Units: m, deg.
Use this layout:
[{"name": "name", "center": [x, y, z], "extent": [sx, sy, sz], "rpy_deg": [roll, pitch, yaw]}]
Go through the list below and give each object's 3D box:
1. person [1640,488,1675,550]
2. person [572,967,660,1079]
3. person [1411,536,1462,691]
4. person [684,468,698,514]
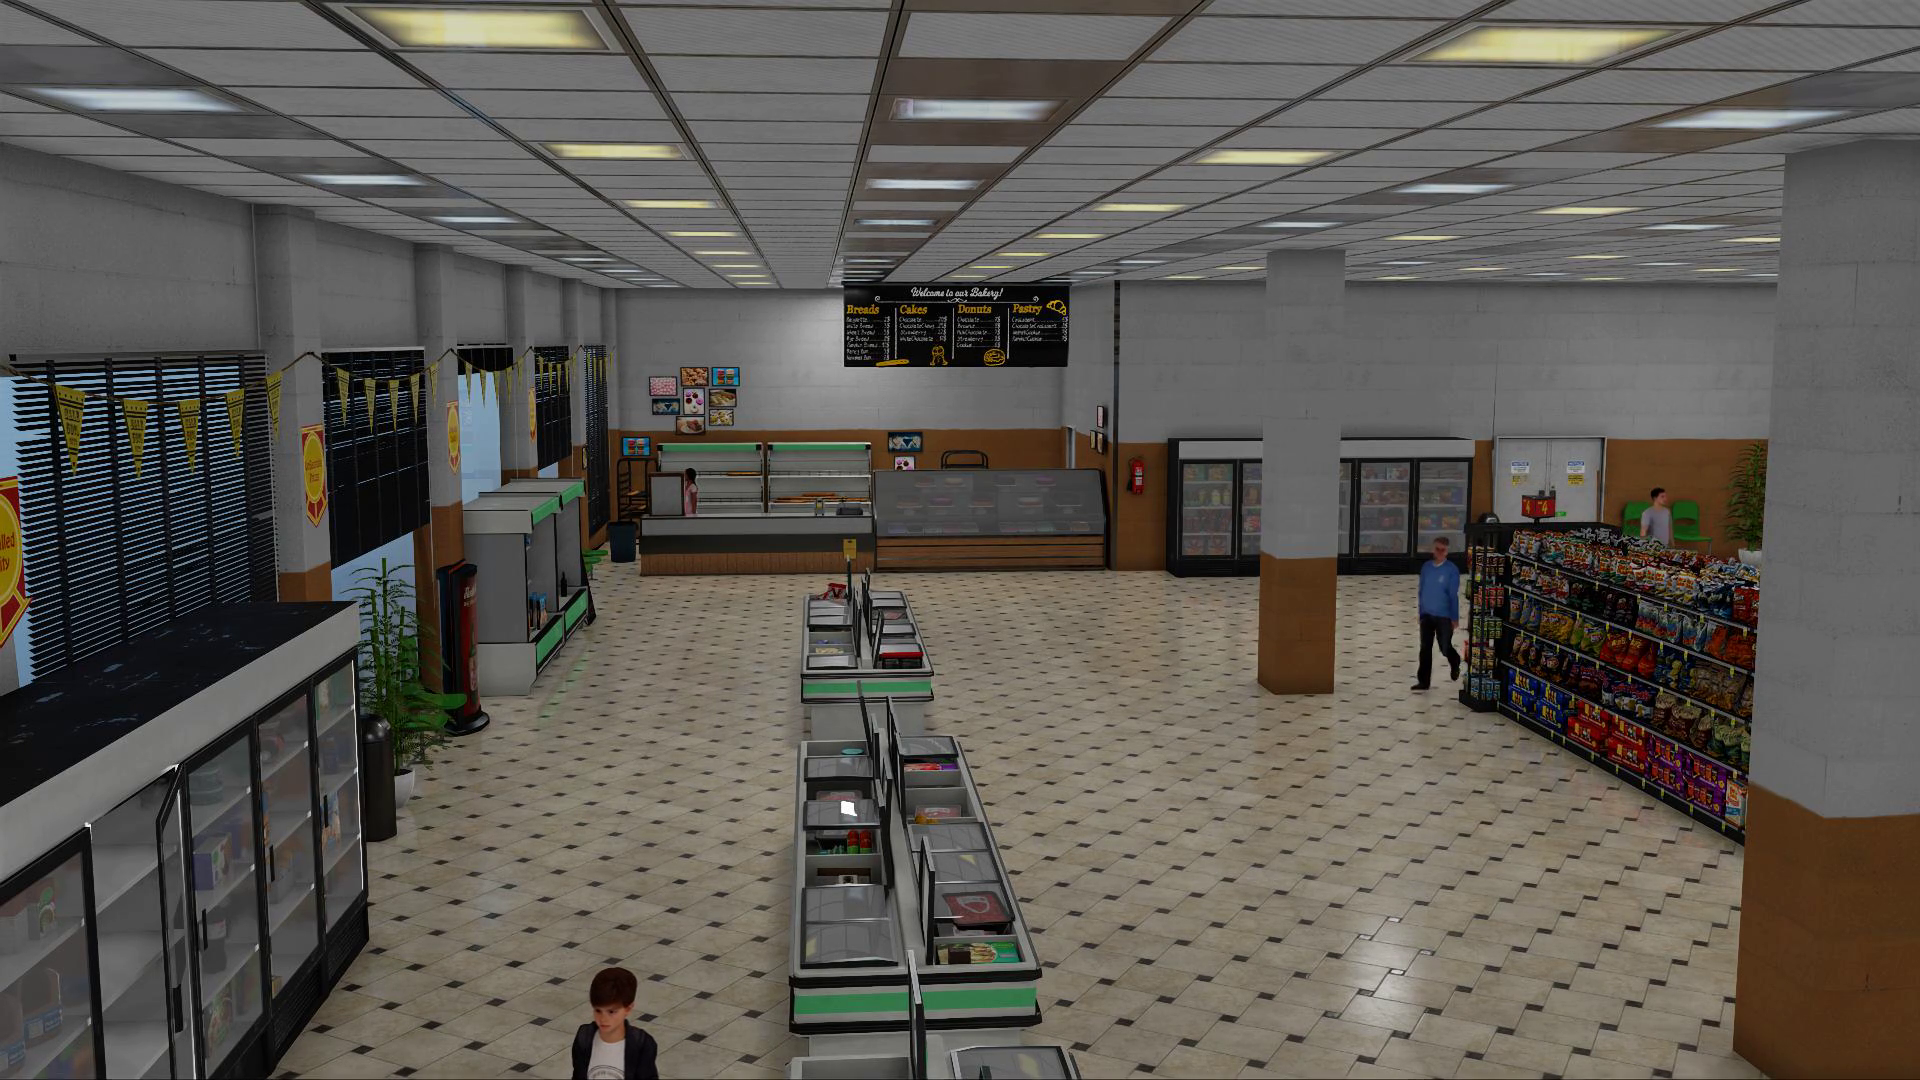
[{"name": "person", "center": [10.088, 0.166, 24.270], "extent": [0.804, 1.847, 0.851], "rpy_deg": [-4, 8, -30]}, {"name": "person", "center": [-1.421, 2.468, 6.901], "extent": [0.579, 1.445, 0.574], "rpy_deg": [1, 7, 9]}, {"name": "person", "center": [5.497, 0.842, 18.942], "extent": [1.093, 1.785, 1.064], "rpy_deg": [-6, 9, -40]}, {"name": "person", "center": [-4.785, -0.412, 29.501], "extent": [0.706, 1.741, 0.577], "rpy_deg": [-4, 8, -29]}]
